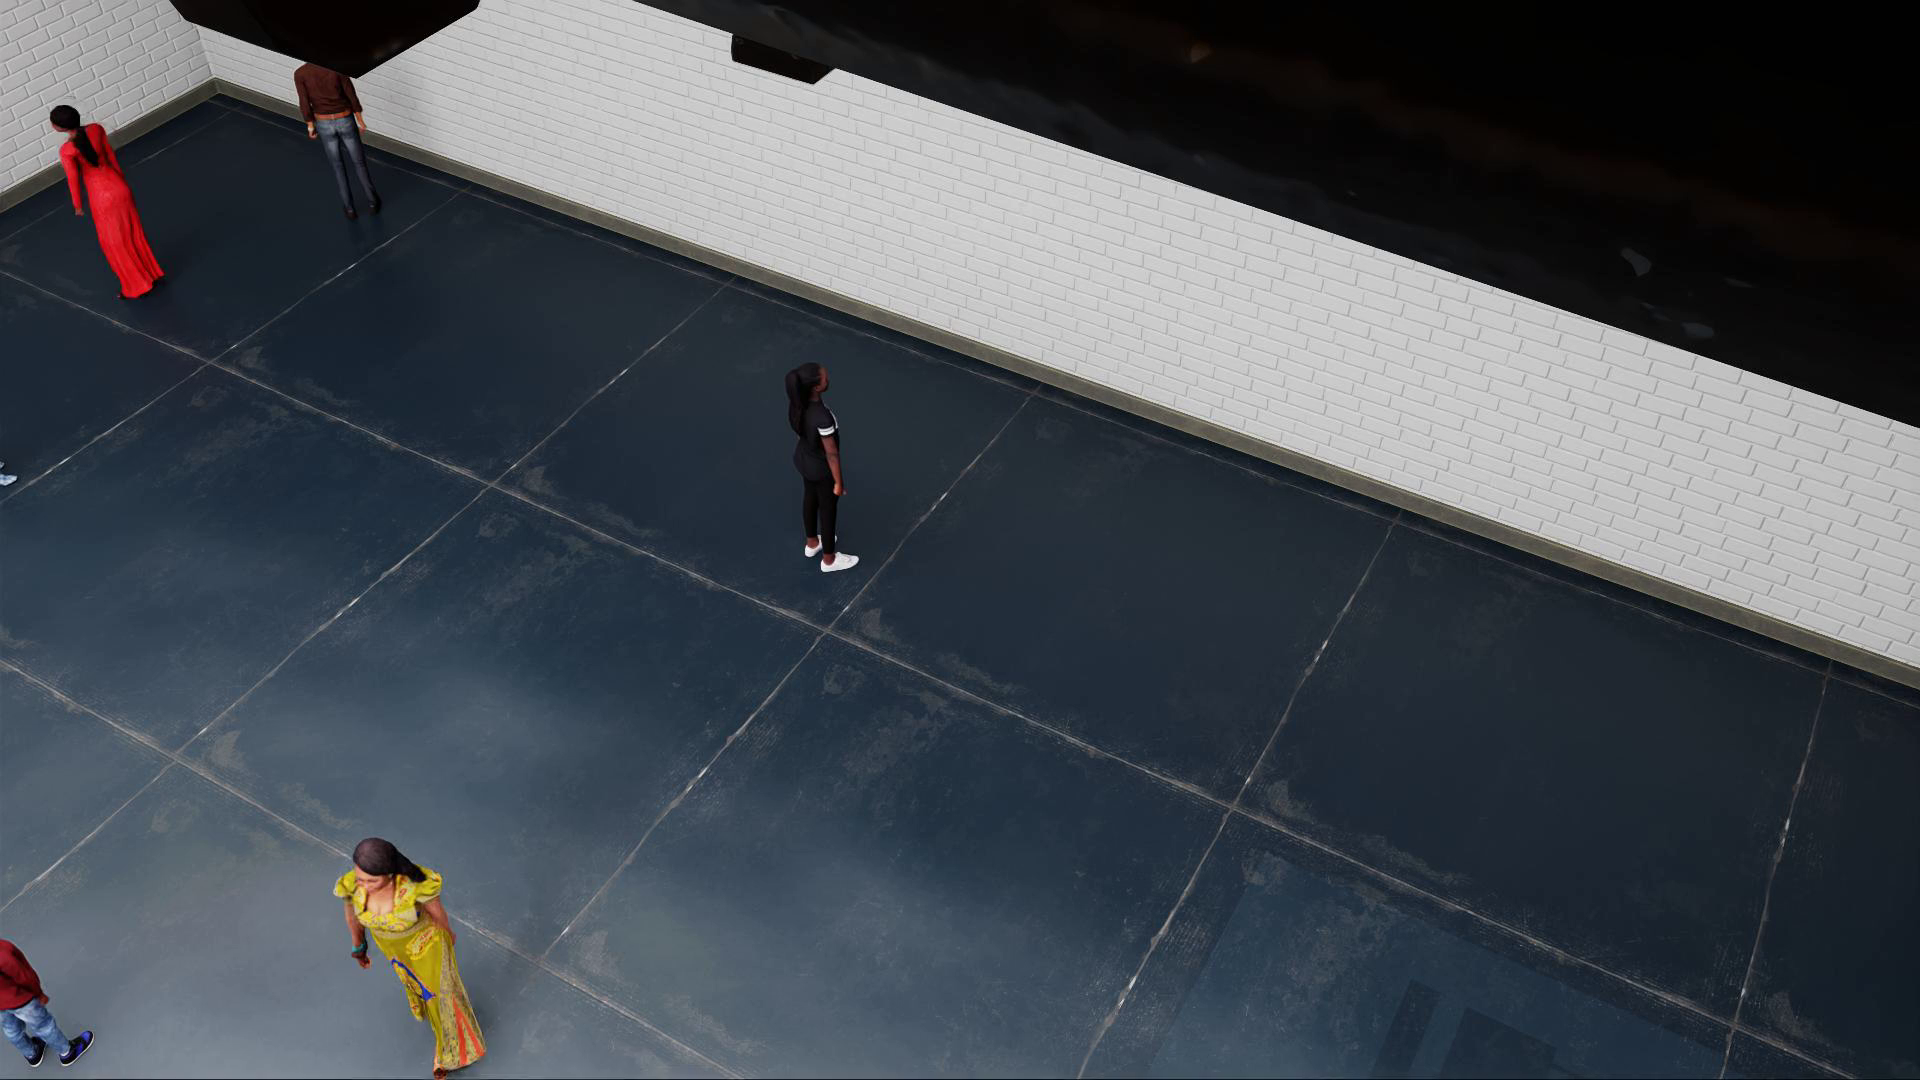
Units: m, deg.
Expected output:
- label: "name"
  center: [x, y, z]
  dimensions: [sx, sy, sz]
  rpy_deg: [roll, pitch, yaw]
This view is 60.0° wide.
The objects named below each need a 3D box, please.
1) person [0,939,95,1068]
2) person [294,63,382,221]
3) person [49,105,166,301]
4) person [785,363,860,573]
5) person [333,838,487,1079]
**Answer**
- label: "person"
  center: [-4.943, 2.356, 8.639]
  dimensions: [0.576, 1.256, 0.592]
  rpy_deg: [4, 44, 4]
- label: "person"
  center: [-5.454, -3.638, 14.549]
  dimensions: [0.689, 1.782, 0.772]
  rpy_deg: [-14, 45, -14]
- label: "person"
  center: [-7.007, -2.819, 13.705]
  dimensions: [0.723, 1.771, 0.592]
  rpy_deg: [30, 51, 28]
- label: "person"
  center: [-0.954, -0.507, 11.301]
  dimensions: [0.714, 1.729, 0.704]
  rpy_deg: [-25, 49, -24]
- label: "person"
  center: [-2.866, 2.011, 8.734]
  dimensions: [1.017, 1.633, 1.129]
  rpy_deg: [3, 44, 3]
